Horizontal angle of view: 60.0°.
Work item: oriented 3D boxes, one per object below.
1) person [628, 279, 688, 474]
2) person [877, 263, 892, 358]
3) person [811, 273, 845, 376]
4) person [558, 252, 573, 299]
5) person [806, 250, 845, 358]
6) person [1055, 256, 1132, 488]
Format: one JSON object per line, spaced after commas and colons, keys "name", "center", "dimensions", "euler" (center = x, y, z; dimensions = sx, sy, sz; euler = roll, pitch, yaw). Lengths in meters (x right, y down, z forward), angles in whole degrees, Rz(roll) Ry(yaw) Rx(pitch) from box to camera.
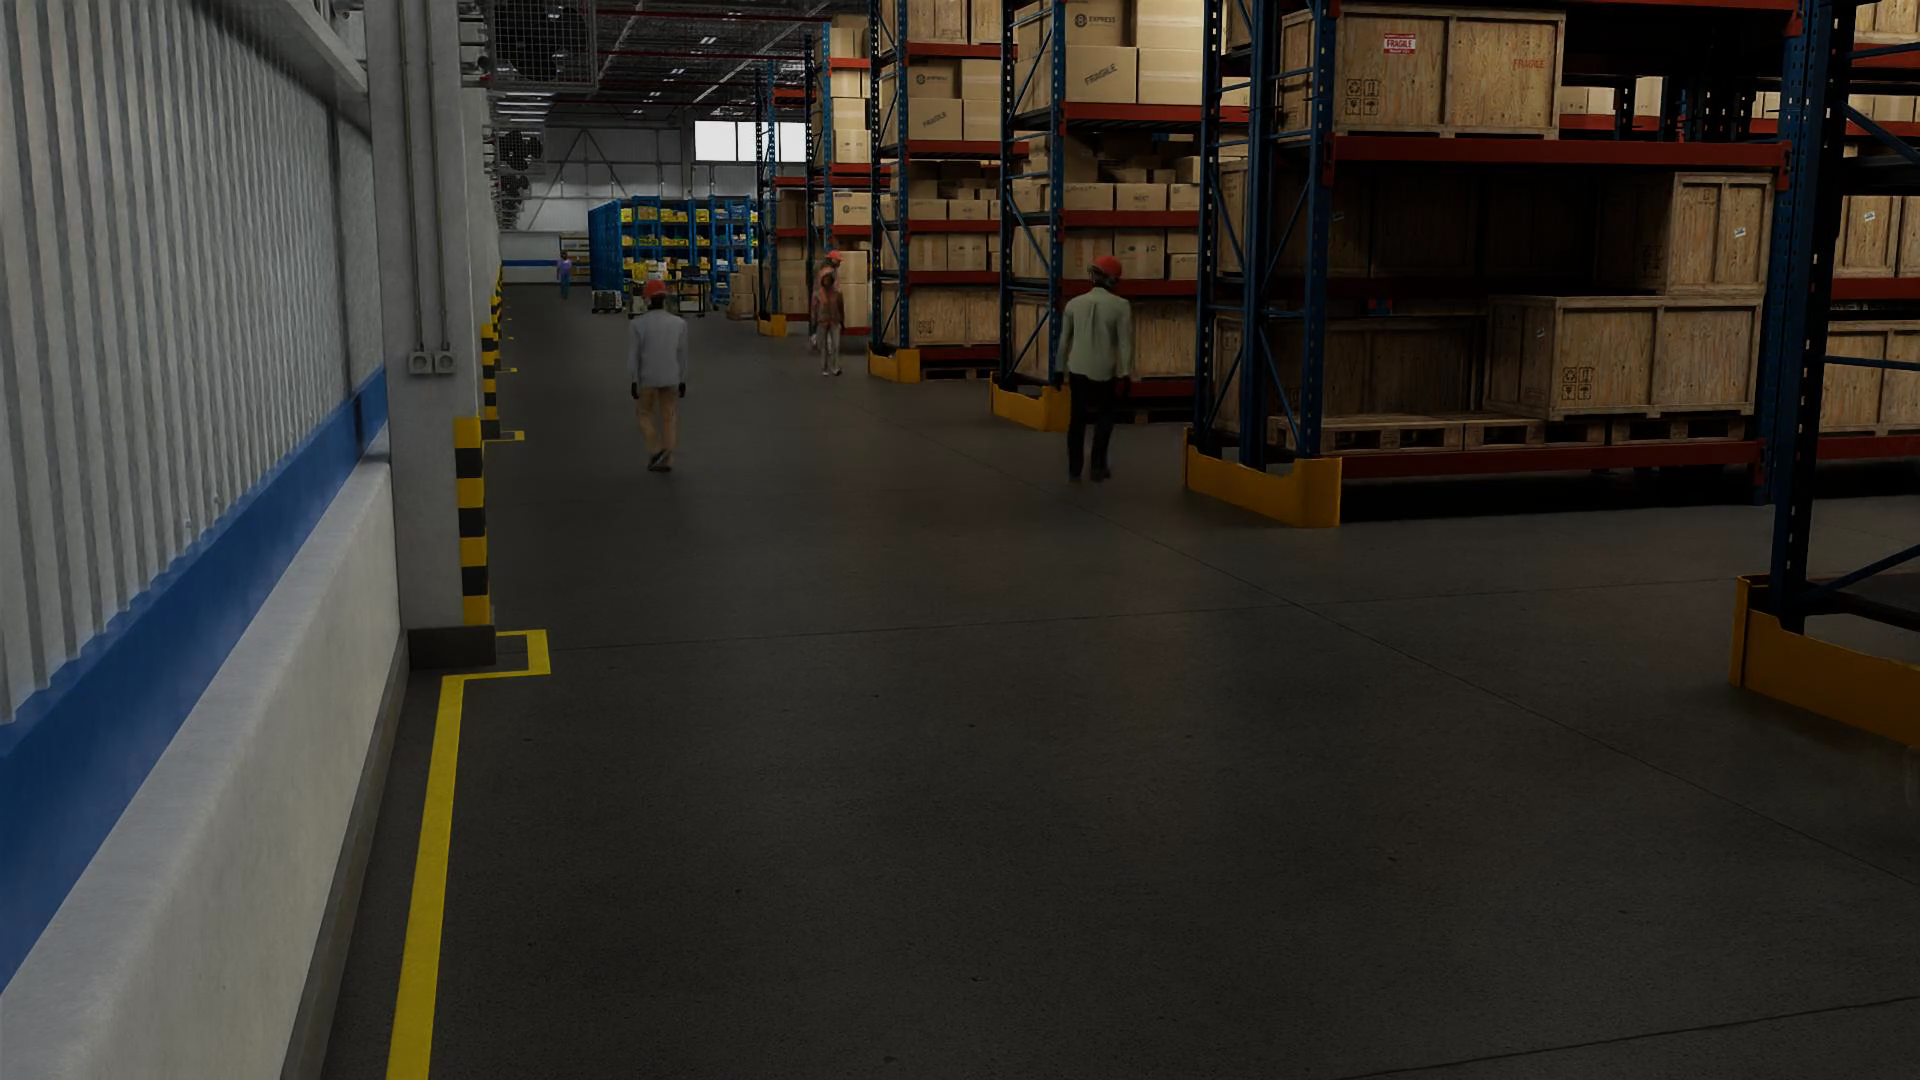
{"name": "person", "center": [-2.690, -1.449, 14.798], "dimensions": [0.588, 1.734, 0.375], "euler": [-6, 12, -32]}
{"name": "person", "center": [-1.353, -4.178, 30.241], "dimensions": [0.368, 1.754, 0.525], "euler": [3, 10, 15]}
{"name": "person", "center": [-2.032, -3.324, 25.791], "dimensions": [0.543, 1.593, 0.854], "euler": [-2, 10, -12]}
{"name": "person", "center": [-15.144, -10.161, 63.926], "dimensions": [0.554, 1.812, 0.655], "euler": [-6, 12, -32]}
{"name": "person", "center": [-2.465, -4.301, 30.334], "dimensions": [0.720, 1.963, 0.639], "euler": [2, 10, 13]}
{"name": "person", "center": [1.147, -1.431, 14.138], "dimensions": [0.717, 1.925, 0.921], "euler": [4, 11, 22]}
